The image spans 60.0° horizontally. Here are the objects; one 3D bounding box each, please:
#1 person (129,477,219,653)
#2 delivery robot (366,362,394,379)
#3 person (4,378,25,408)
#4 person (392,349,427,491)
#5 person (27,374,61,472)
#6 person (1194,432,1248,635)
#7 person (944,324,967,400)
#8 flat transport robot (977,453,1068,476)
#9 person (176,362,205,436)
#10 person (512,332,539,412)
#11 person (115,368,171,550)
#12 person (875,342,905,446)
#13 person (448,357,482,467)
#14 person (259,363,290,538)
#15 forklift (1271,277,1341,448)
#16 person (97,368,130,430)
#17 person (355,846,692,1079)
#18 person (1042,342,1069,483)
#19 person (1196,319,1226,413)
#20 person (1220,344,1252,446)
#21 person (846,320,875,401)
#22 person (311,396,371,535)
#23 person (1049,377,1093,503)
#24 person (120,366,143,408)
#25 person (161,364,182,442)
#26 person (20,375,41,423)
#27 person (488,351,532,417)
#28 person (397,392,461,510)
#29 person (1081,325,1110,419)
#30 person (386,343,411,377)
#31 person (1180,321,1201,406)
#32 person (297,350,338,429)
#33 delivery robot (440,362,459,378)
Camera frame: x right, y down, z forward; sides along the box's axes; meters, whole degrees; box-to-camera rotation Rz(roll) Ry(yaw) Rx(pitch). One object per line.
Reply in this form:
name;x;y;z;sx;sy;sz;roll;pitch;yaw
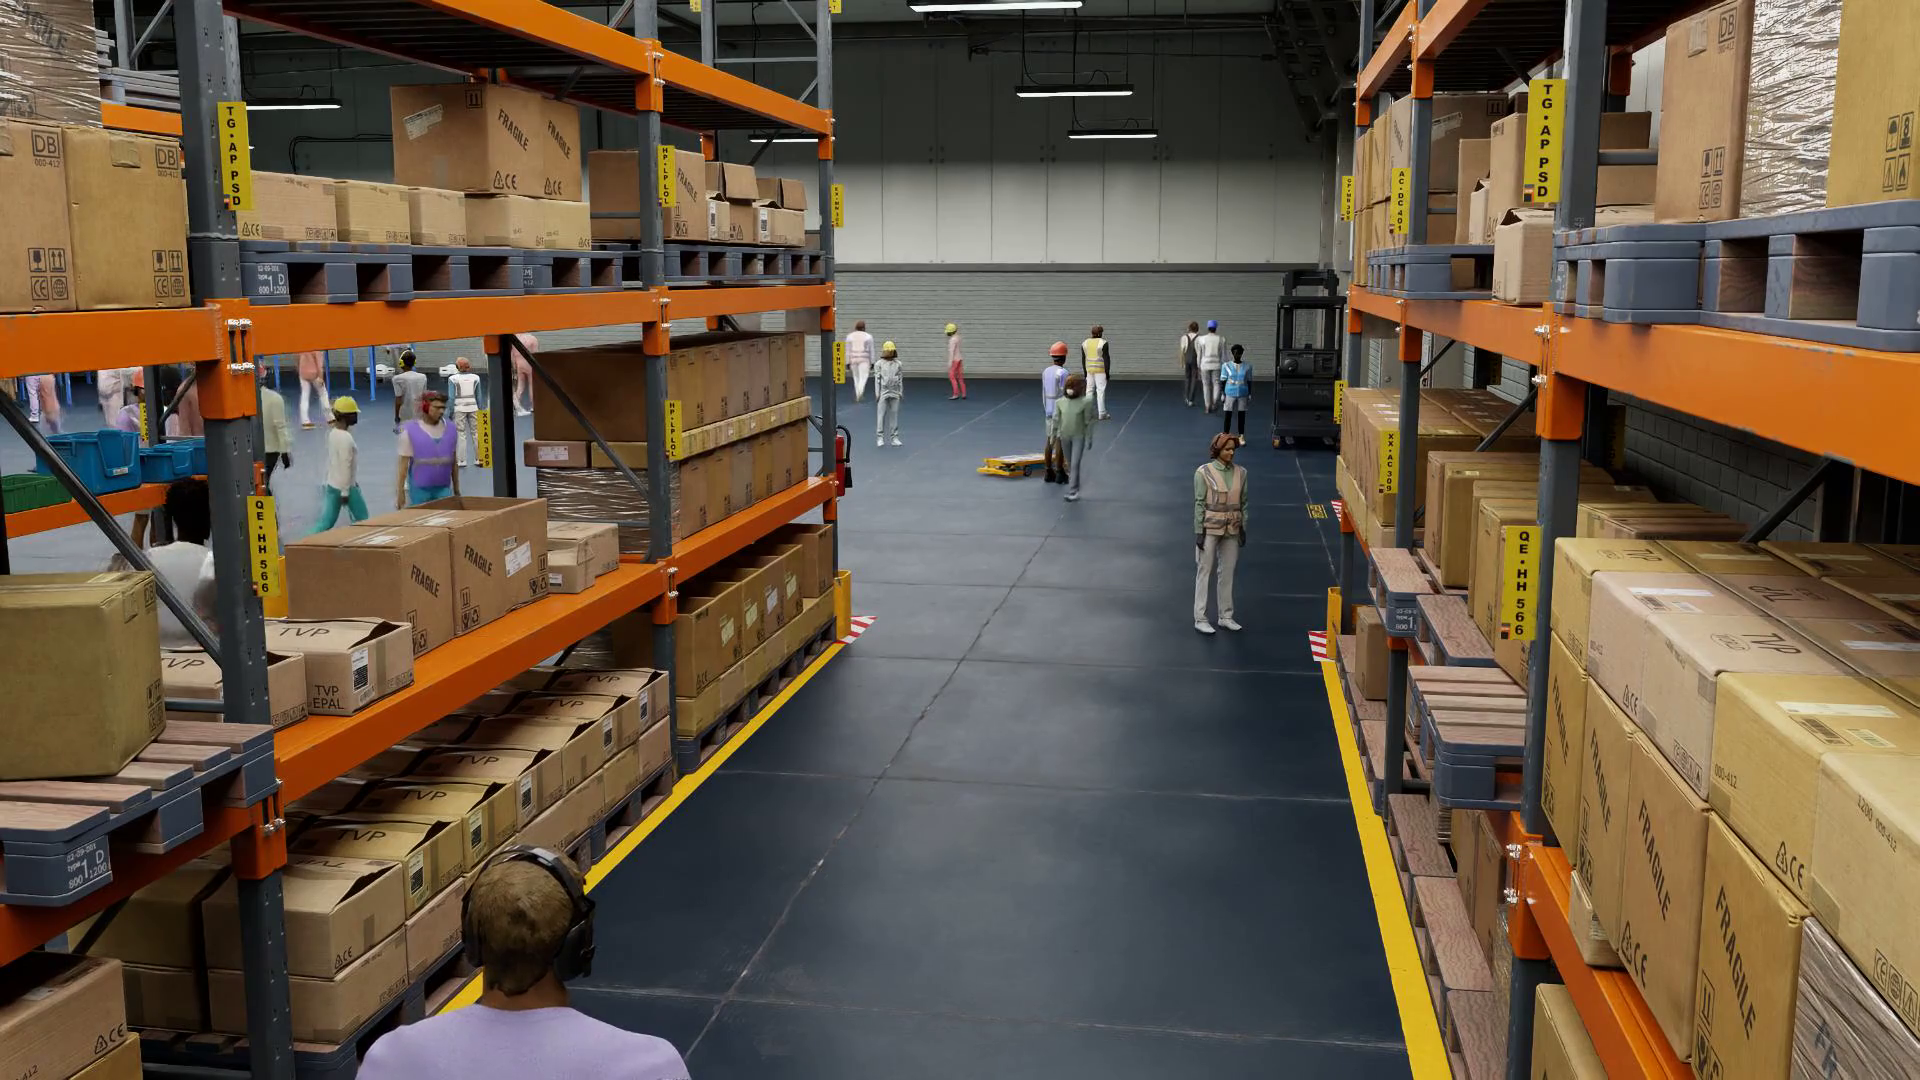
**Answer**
person;-3.791;0.634;8.301;0.617;1.916;1.023;2;10;15
delivery robot;-15.134;-4.406;43.404;0.707;0.478;0.477;4;10;24
person;-20.099;-3.653;34.838;0.972;1.879;0.552;3;10;20
person;-7.350;-1.606;22.244;0.328;1.874;0.514;7;12;39
person;-13.245;-1.876;24.327;0.746;1.734;0.546;-3;10;-18
person;2.100;-0.059;13.448;0.508;1.629;0.314;-4;10;-24
person;-0.078;-4.049;37.779;0.541;1.720;0.606;1;9;5
flat transport robot;0.972;-1.110;24.236;0.652;0.197;1.431;9;13;44
person;-9.165;-1.292;20.229;0.436;1.892;0.676;5;11;30
person;-8.971;-3.600;34.470;0.670;1.914;0.414;4;10;21
person;-7.504;-0.591;15.463;0.394;2.038;0.611;3;10;15
person;-1.179;-2.448;27.927;0.512;1.760;0.425;-3;10;-20
person;-7.387;-1.911;24.837;0.522;1.638;0.311;-8;12;-39
person;-7.589;-0.957;17.932;0.648;1.967;0.577;4;10;21
forklift;5.847;-3.016;27.970;1.129;2.768;1.873;1;9;9
person;-12.980;-2.128;25.510;0.666;1.903;0.413;6;11;31
person;-0.741;1.483;2.983;0.627;1.940;0.371;1;9;7
person;1.372;-1.768;23.031;0.355;1.939;0.552;-6;11;-33
person;5.166;-3.574;34.206;0.608;1.933;0.428;1;9;7
person;4.622;-2.422;27.812;0.541;1.695;0.316;0;9;0
person;-2.239;-3.986;37.120;0.638;1.819;0.800;2;9;11
person;-5.988;-0.531;16.078;0.916;1.723;0.535;-7;12;-38
person;1.391;-1.266;21.008;0.518;1.579;0.868;3;10;20
person;-12.032;-1.948;24.418;0.392;1.847;0.547;6;11;35
person;-11.018;-1.762;22.927;0.623;1.967;0.838;4;10;23
person;-17.852;-3.226;32.129;0.410;1.909;0.643;6;11;33
person;-9.052;-3.341;33.130;1.000;1.822;0.558;-7;12;-37
person;-4.859;-0.453;15.294;0.719;1.806;0.724;8;12;42
person;2.714;-3.322;32.920;0.621;1.845;0.429;7;12;37
person;-14.918;-5.147;44.059;0.980;1.886;0.587;7;11;36
person;5.105;-3.845;36.233;0.518;1.815;0.820;4;10;25
person;-11.973;-3.065;30.957;0.653;1.955;0.933;3;10;20
delivery robot;-13.222;-4.396;43.341;0.707;0.478;0.477;6;11;32
